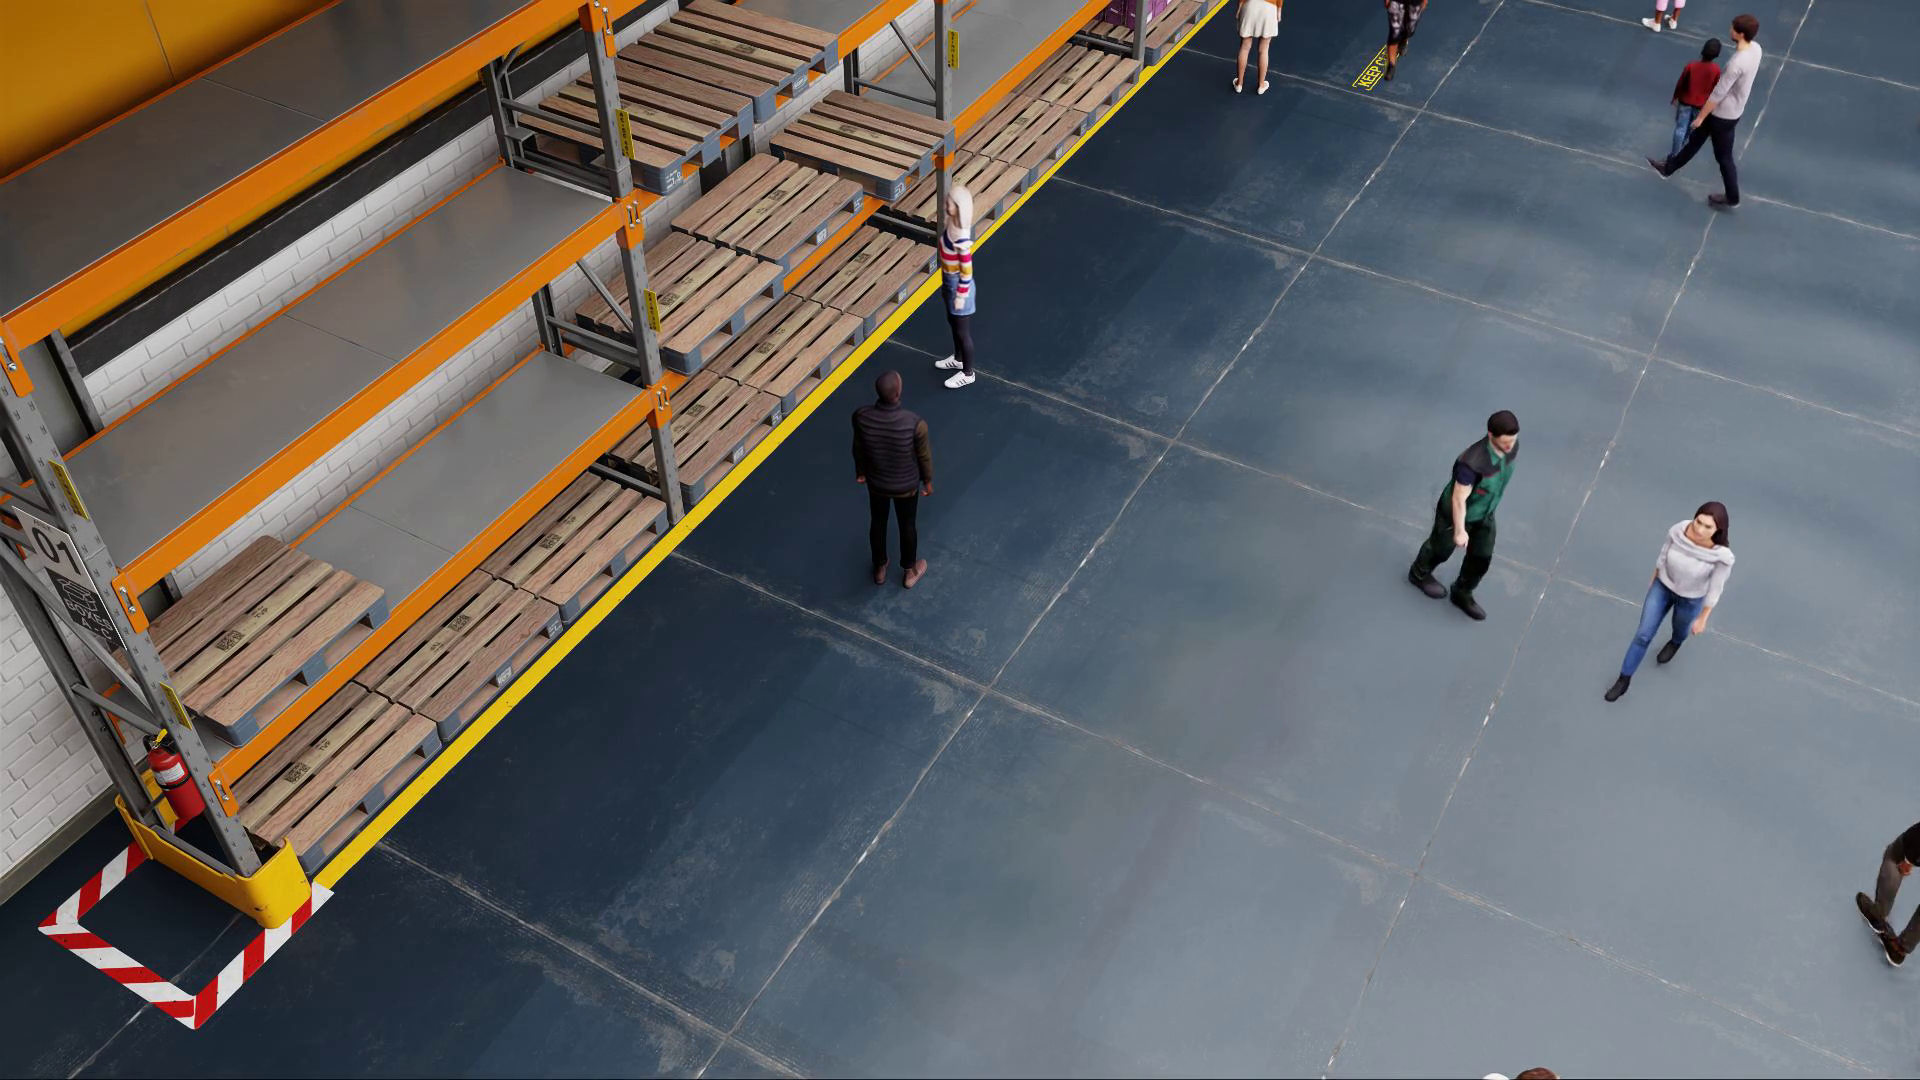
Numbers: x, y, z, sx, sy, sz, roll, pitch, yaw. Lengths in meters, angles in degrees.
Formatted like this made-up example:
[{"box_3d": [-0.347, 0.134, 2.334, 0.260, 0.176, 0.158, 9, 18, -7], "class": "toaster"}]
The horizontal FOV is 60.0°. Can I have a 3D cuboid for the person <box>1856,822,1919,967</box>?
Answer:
[{"box_3d": [5.468, 1.774, 9.152, 0.812, 1.784, 0.854, 3, 44, 3], "class": "person"}]

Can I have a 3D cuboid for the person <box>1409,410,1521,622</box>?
[{"box_3d": [3.382, -0.261, 11.244, 0.957, 1.846, 0.966, -34, 53, -31], "class": "person"}]

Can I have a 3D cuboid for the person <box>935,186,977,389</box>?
[{"box_3d": [-0.011, -2.002, 13.099, 0.768, 1.808, 0.699, -9, 44, -9], "class": "person"}]

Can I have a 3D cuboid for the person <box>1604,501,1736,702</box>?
[{"box_3d": [4.711, 0.336, 10.807, 1.135, 1.584, 0.827, -33, 53, -30], "class": "person"}]

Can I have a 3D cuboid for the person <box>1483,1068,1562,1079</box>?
[{"box_3d": [2.456, 2.993, 7.828, 0.812, 1.846, 0.744, -9, 44, -10], "class": "person"}]

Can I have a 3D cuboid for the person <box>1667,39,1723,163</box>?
[{"box_3d": [6.937, -4.108, 15.731, 0.645, 1.226, 0.891, 10, 45, 11], "class": "person"}]

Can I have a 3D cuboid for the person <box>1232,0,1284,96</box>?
[{"box_3d": [2.987, -5.286, 16.608, 0.676, 1.723, 0.664, 8, 44, 9], "class": "person"}]

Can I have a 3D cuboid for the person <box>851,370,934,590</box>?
[{"box_3d": [-0.469, -0.415, 11.414, 0.760, 1.836, 0.668, 10, 44, 10], "class": "person"}]

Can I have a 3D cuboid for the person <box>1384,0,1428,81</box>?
[{"box_3d": [4.550, -5.552, 16.936, 0.721, 1.656, 0.907, 10, 45, 11], "class": "person"}]

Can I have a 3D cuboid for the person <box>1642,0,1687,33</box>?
[{"box_3d": [7.654, -6.256, 17.613, 0.650, 1.741, 0.714, -11, 45, -12], "class": "person"}]

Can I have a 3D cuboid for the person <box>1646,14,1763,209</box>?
[{"box_3d": [6.997, -3.812, 15.015, 0.841, 1.787, 1.154, 29, 50, 27], "class": "person"}]
